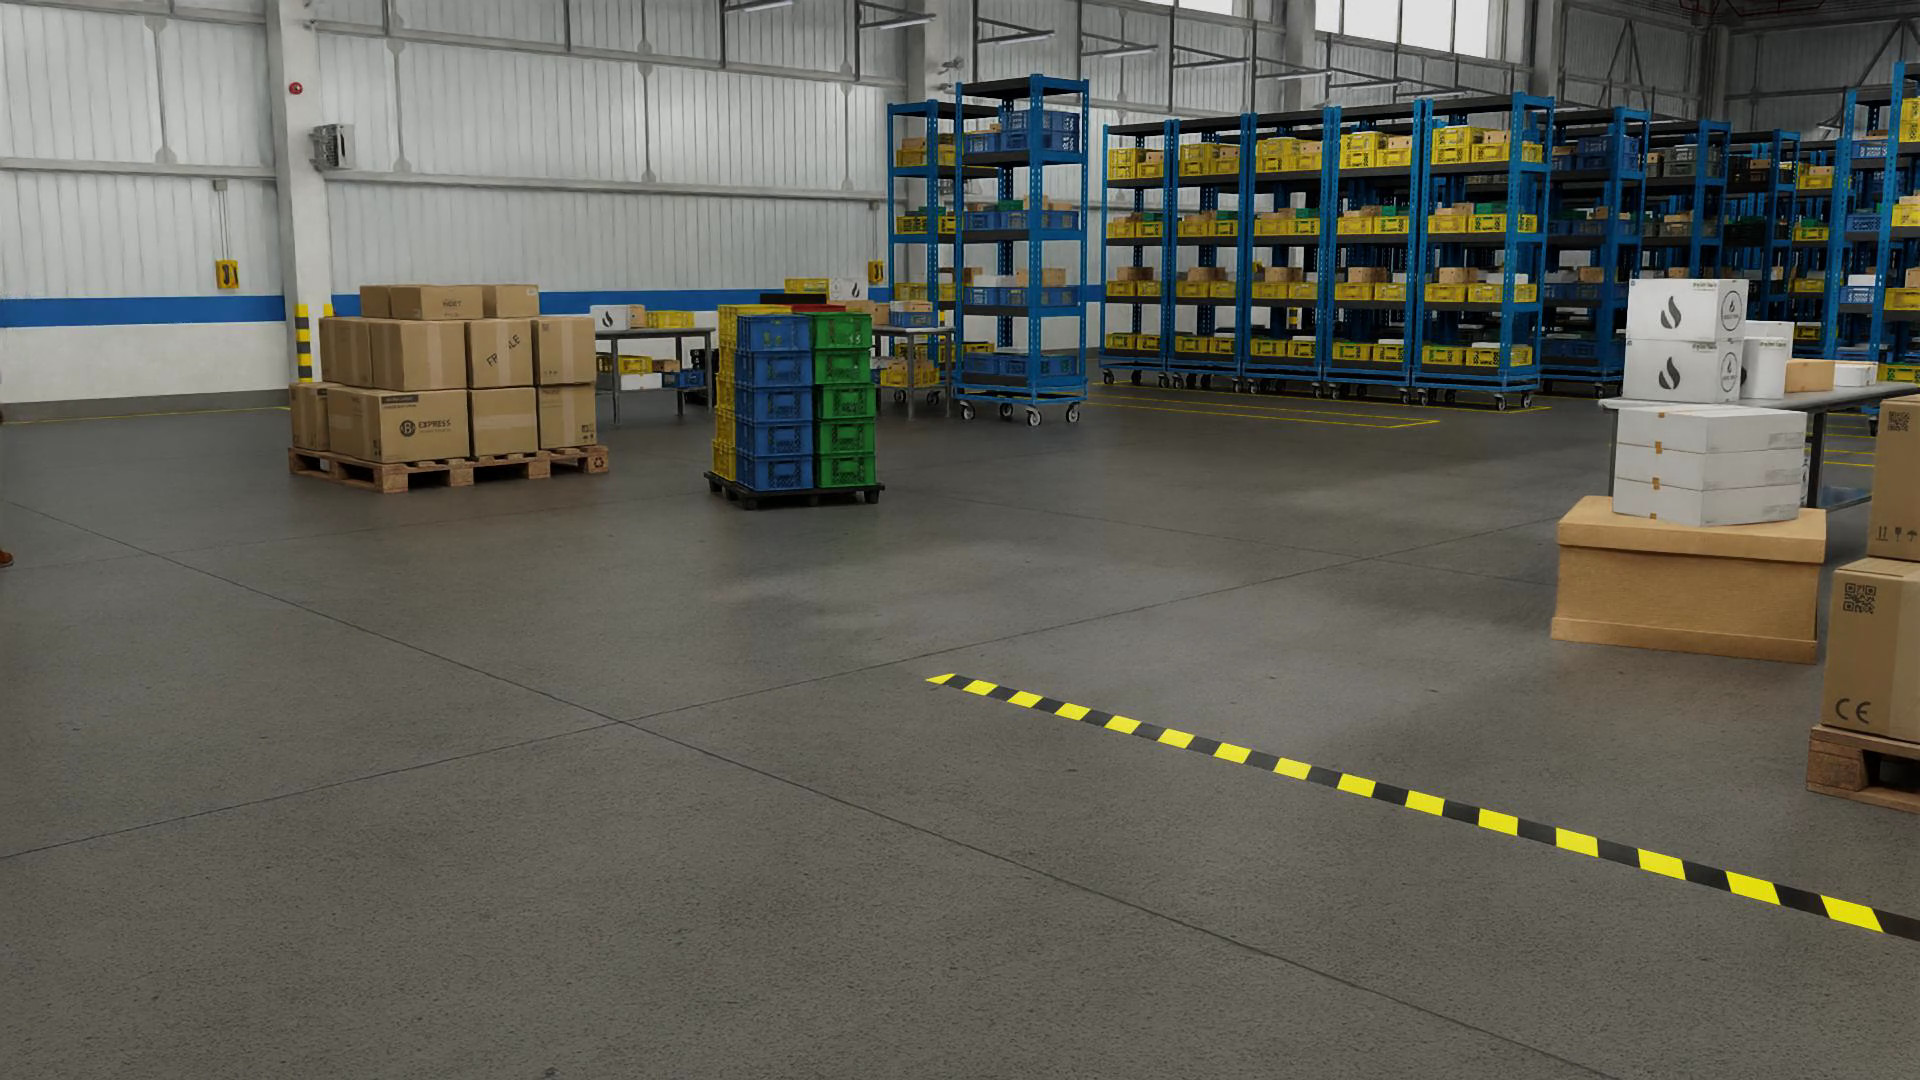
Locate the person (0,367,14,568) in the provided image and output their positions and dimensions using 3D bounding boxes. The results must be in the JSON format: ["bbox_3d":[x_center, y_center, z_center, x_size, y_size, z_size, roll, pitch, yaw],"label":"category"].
[{"bbox_3d":[-5.559,-0.773,9.084,0.602,1.940,0.402,-3,10,-15],"label":"person"}]
